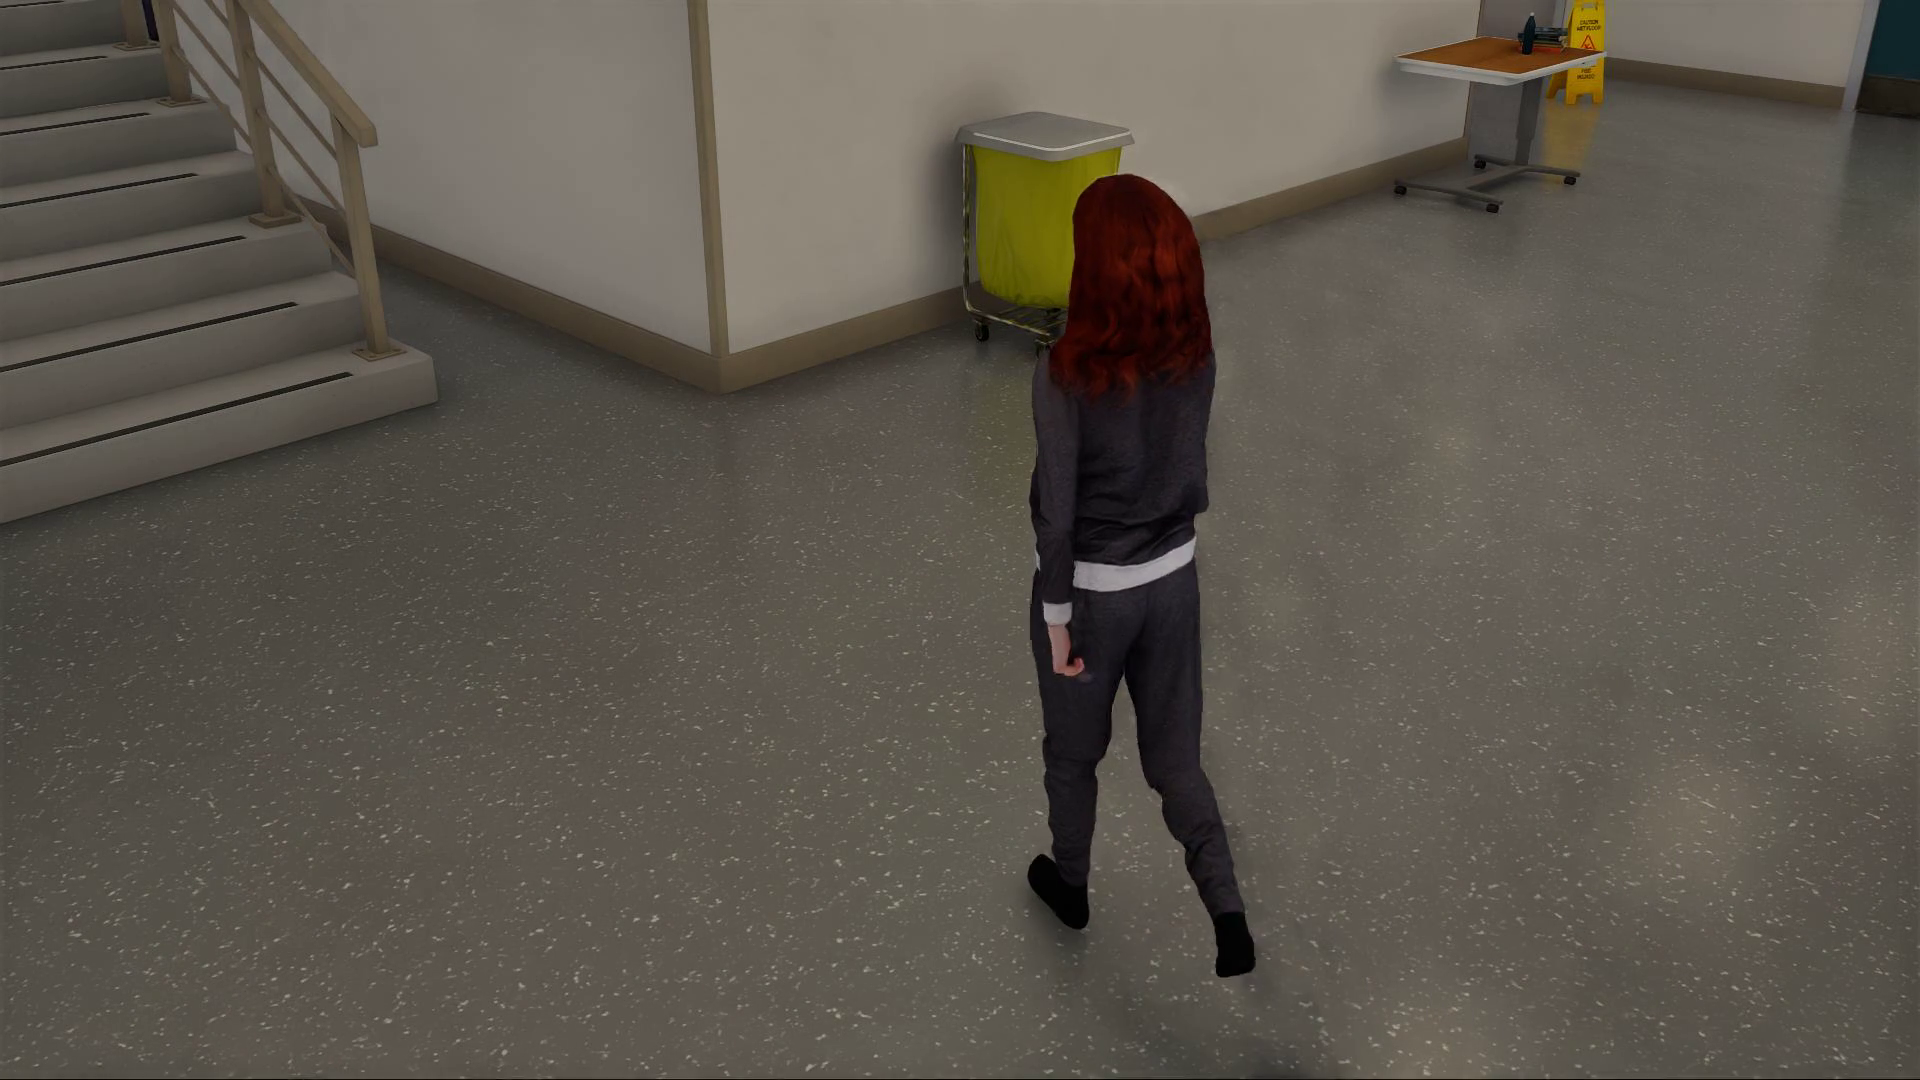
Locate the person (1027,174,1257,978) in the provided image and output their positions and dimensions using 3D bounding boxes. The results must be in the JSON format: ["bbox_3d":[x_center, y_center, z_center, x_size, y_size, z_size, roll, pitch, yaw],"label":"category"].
[{"bbox_3d":[0.375,0.161,3.375,0.803,1.762,1.039,-12,28,-23],"label":"person"}]
